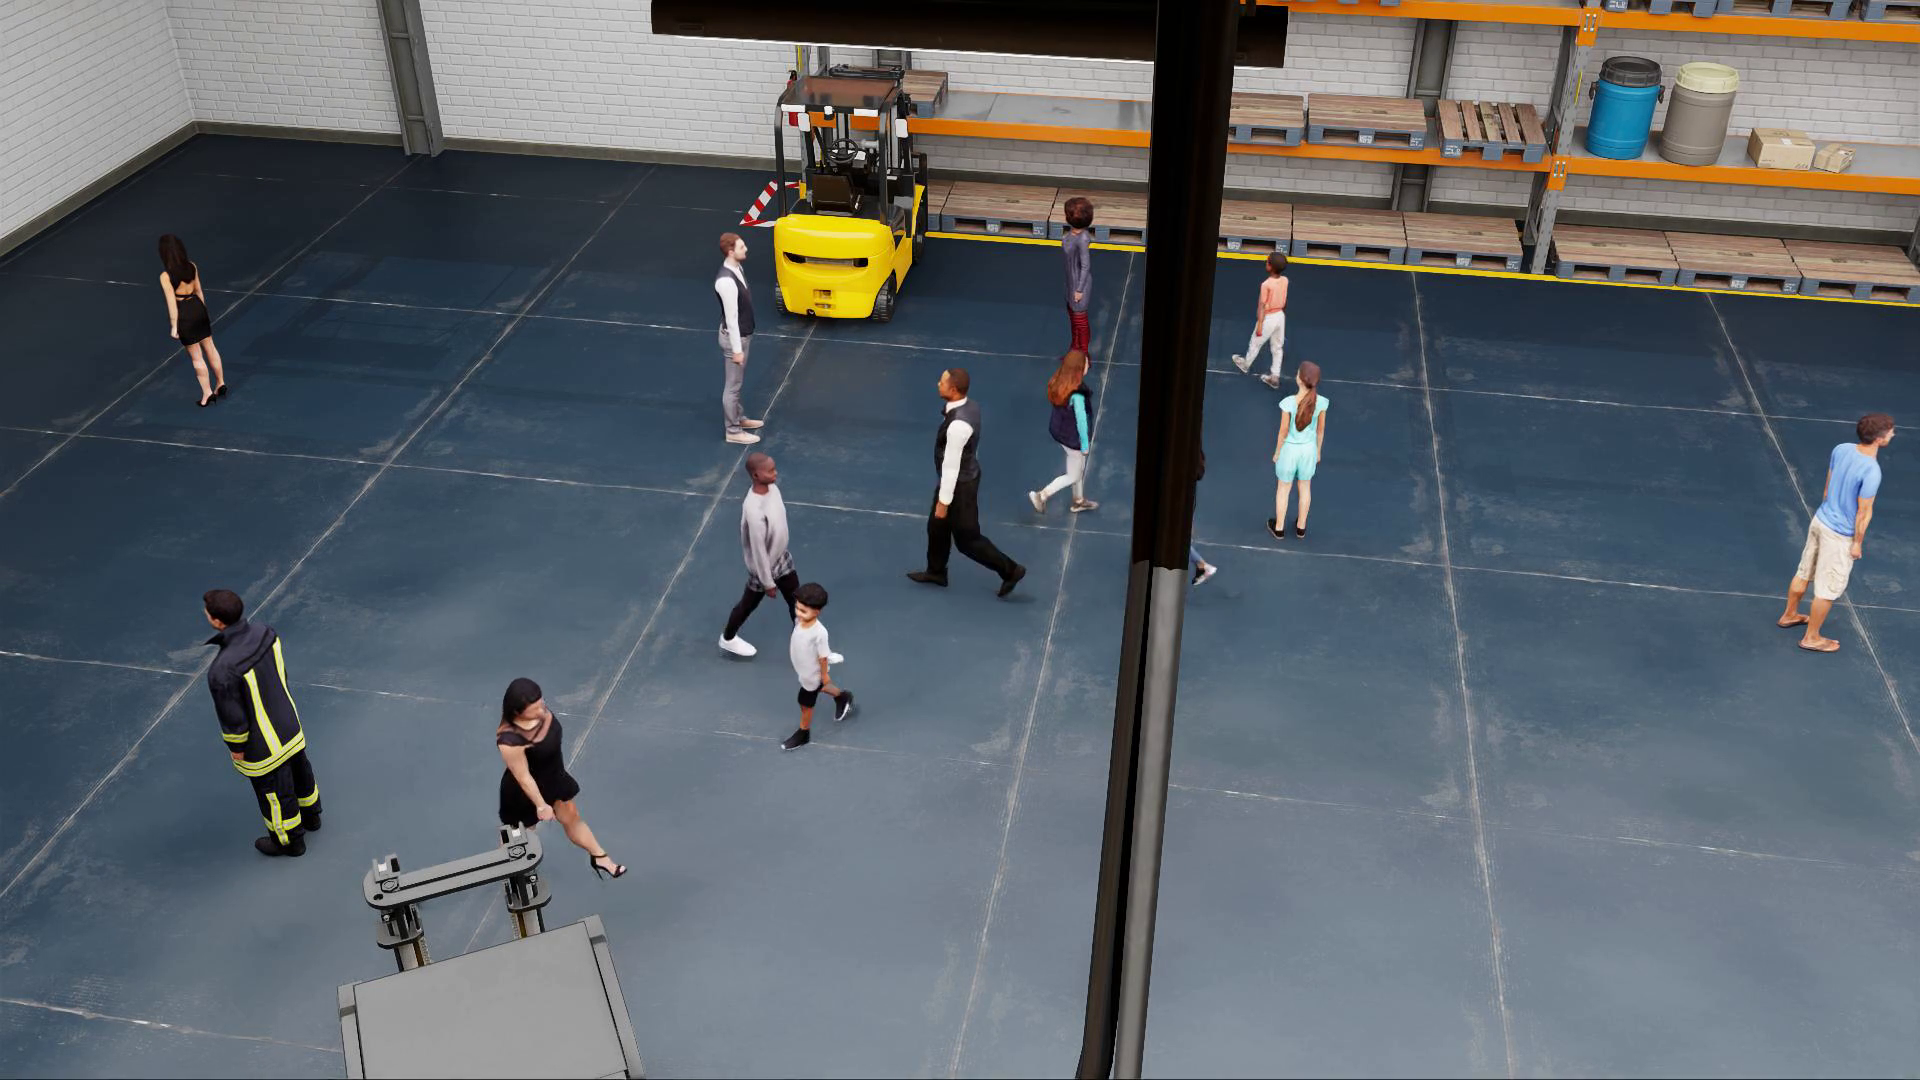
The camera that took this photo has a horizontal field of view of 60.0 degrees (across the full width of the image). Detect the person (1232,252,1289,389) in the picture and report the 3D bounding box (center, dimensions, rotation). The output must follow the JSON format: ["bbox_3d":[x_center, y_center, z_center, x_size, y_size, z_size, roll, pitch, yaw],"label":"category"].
[{"bbox_3d":[2.911,-2.003,15.340,0.822,1.291,0.847,-17,37,-24],"label":"person"}]

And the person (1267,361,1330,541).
[{"bbox_3d":[2.671,-0.715,13.161,0.547,1.558,0.662,-3,34,-4],"label":"person"}]

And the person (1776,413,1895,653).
[{"bbox_3d":[6.291,-0.083,11.934,0.671,1.863,0.718,-3,34,-5],"label":"person"}]

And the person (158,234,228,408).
[{"bbox_3d":[-6.915,-1.979,14.979,0.552,1.650,0.602,14,36,20],"label":"person"}]

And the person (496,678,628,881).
[{"bbox_3d":[-2.599,1.460,9.784,1.009,1.674,0.727,2,34,3],"label":"person"}]

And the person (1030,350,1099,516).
[{"bbox_3d":[0.858,-0.834,13.399,0.910,1.492,0.734,-6,34,-9],"label":"person"}]

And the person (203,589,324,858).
[{"bbox_3d":[-4.237,1.099,10.098,0.627,1.928,0.762,6,34,9],"label":"person"}]

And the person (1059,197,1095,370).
[{"bbox_3d":[1.100,-2.390,15.543,0.616,1.709,0.642,-5,34,-8],"label":"person"}]

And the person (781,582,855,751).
[{"bbox_3d":[-0.961,0.801,11.163,0.876,1.244,0.828,-23,40,-30],"label":"person"}]

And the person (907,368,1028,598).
[{"bbox_3d":[0.082,-0.382,12.358,1.175,1.892,0.730,3,34,5],"label":"person"}]

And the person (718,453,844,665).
[{"bbox_3d":[-1.445,0.166,11.684,1.198,1.726,0.719,9,35,13],"label":"person"}]

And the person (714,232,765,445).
[{"bbox_3d":[-1.953,-1.763,14.400,0.601,1.932,0.684,0,34,0],"label":"person"}]
